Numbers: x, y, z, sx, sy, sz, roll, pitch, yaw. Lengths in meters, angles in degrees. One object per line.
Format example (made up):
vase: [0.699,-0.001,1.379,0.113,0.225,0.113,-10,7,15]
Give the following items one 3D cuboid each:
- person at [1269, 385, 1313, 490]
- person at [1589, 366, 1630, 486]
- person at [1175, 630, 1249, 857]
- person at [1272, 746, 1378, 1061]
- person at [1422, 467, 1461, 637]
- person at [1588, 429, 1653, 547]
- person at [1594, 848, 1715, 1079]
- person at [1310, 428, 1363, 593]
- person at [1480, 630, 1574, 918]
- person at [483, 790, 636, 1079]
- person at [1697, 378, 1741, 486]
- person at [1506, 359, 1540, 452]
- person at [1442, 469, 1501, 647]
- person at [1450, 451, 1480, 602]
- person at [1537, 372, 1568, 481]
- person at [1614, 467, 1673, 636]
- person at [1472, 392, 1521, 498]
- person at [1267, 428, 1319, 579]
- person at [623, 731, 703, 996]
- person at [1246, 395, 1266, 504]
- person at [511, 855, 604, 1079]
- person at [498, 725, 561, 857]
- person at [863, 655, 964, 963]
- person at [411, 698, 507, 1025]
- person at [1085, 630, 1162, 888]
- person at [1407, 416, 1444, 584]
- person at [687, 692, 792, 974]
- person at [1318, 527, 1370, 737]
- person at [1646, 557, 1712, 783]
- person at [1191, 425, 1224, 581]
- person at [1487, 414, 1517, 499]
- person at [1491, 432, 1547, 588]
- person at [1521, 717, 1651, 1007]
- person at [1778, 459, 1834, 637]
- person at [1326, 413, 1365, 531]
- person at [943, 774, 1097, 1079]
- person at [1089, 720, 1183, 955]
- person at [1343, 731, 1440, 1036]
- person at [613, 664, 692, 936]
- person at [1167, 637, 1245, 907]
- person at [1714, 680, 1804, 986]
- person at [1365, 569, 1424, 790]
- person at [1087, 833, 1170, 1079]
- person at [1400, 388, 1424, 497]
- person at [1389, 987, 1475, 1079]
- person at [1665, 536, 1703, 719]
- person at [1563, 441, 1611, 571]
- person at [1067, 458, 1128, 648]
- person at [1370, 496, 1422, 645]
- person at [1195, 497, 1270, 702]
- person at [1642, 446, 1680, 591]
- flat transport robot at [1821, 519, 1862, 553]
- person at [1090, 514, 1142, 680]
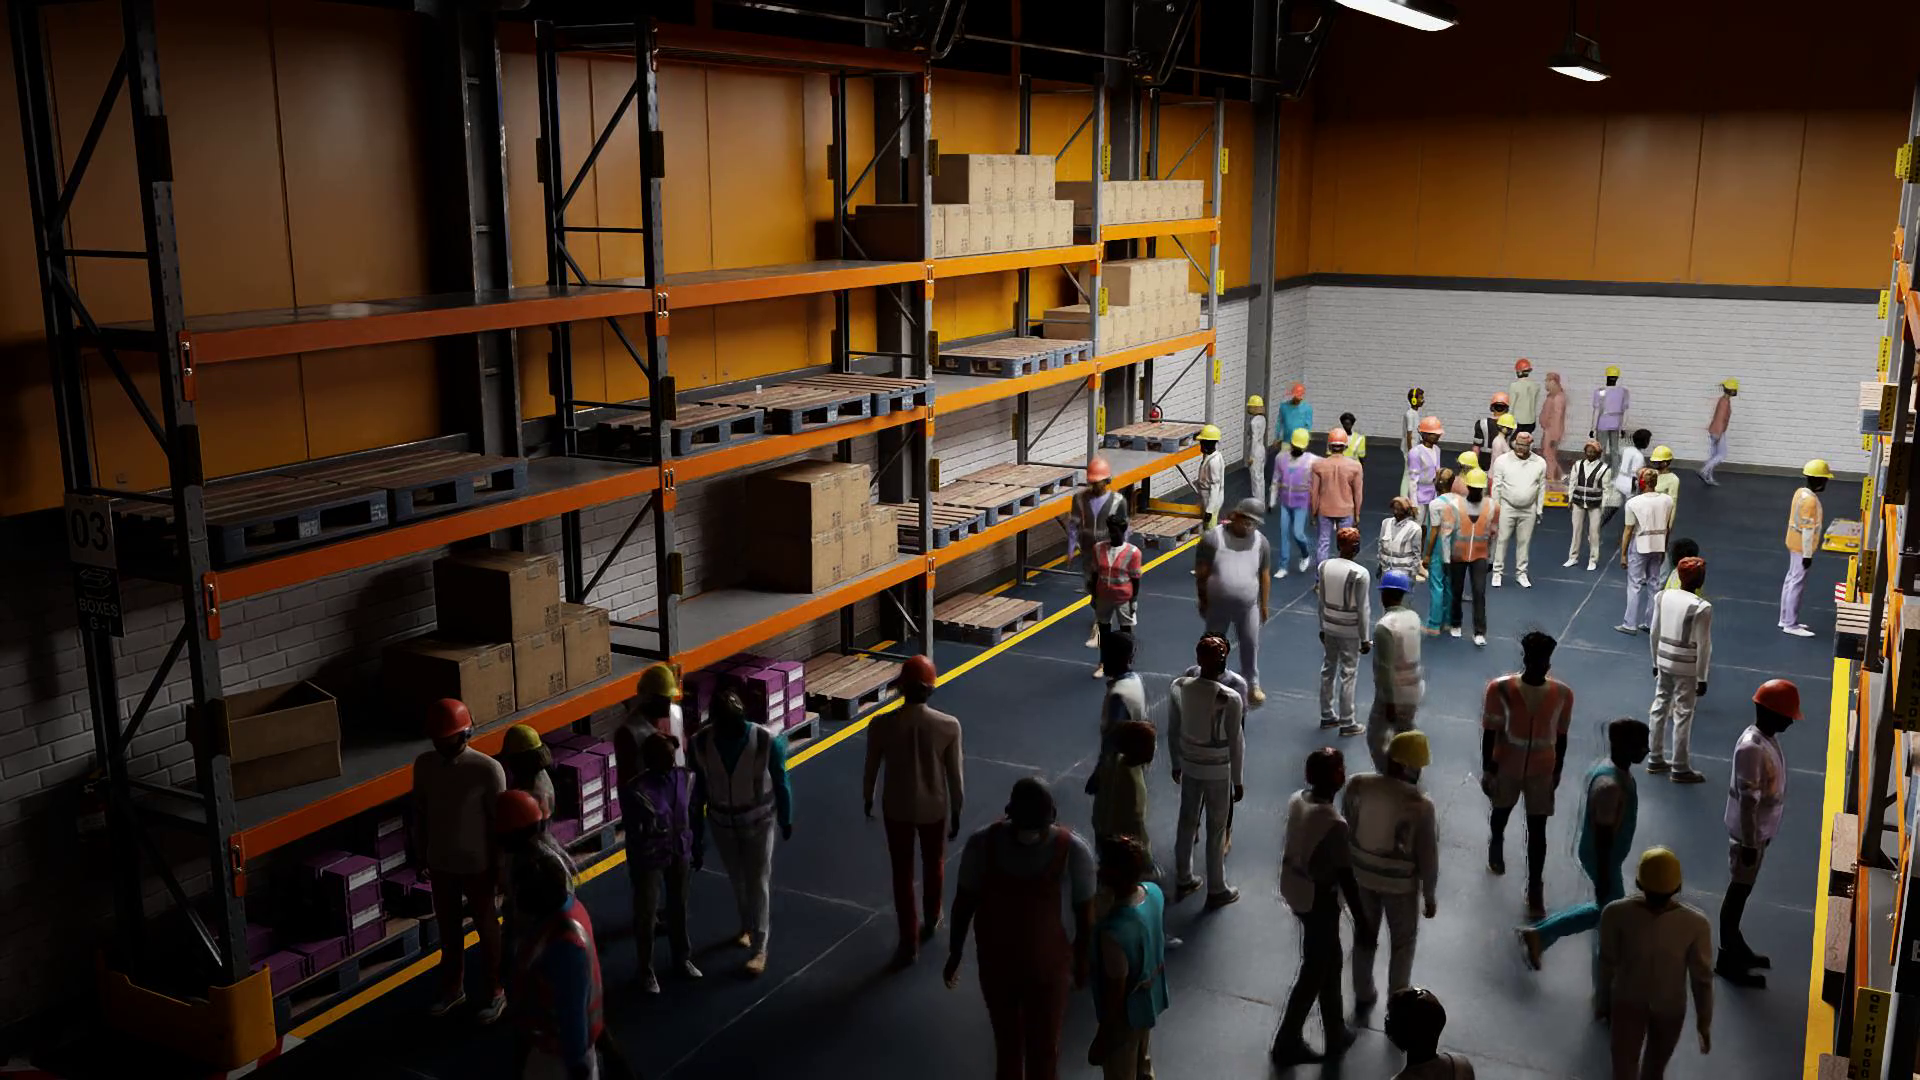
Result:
person: [5.185,-1.585,25.955,0.632,1.714,0.370,9,15,34]
person: [10.323,-1.815,26.491,0.594,1.925,0.368,-1,13,-5]
person: [1.848,1.486,12.233,0.533,1.697,0.319,9,15,34]
person: [2.053,2.069,9.354,0.559,1.819,0.686,-2,13,-9]
person: [5.199,0.125,17.992,0.506,1.846,0.345,-10,16,-39]
person: [8.817,-0.681,22.051,0.858,1.646,0.613,-1,13,-3]
person: [3.433,2.357,8.256,0.542,1.720,0.883,4,13,17]
person: [4.453,-0.339,19.725,0.612,1.997,0.375,3,13,13]
person: [3.902,1.533,11.536,0.607,1.923,1.006,2,13,11]
person: [-2.173,2.179,8.747,0.997,1.875,0.551,-8,15,-33]
person: [12.088,-1.701,26.399,0.438,1.746,0.535,5,13,21]
person: [9.080,-1.938,26.910,0.613,1.987,0.402,-5,13,-20]
person: [5.401,0.190,17.606,0.598,1.887,0.973,2,13,10]
person: [5.876,-0.164,19.481,0.327,1.761,0.522,-3,13,-13]
person: [9.220,-1.666,25.915,0.438,1.886,0.661,4,13,17]
person: [7.407,0.134,17.975,0.563,1.836,0.395,-3,13,-14]
person: [7.267,-0.999,22.615,0.612,2.029,0.409,2,13,10]
person: [4.129,-0.466,20.508,0.632,1.903,0.518,10,16,38]
person: [-1.819,1.972,10.234,0.526,1.645,0.373,-11,16,-39]
person: [4.319,-1.256,24.405,0.323,1.742,0.492,6,14,24]
person: [-2.050,2.375,7.997,0.852,1.806,0.647,-3,13,-13]
person: [-2.590,1.950,10.084,0.324,1.729,0.492,-5,13,-21]
person: [-0.310,1.679,10.756,0.632,1.967,0.807,-1,13,-6]
person: [-2.946,1.880,9.796,0.625,1.991,0.390,3,13,15]
person: [1.093,1.550,11.513,0.611,1.886,0.609,3,13,12]
person: [5.688,-0.501,20.342,0.385,2.045,0.605,12,17,43]
person: [-1.403,1.817,10.525,0.643,1.798,0.785,2,13,9]
person: [3.423,0.814,14.855,0.364,1.877,0.579,-8,15,-31]
person: [5.938,1.060,13.721,0.358,1.882,0.574,-5,14,-22]
person: [3.051,-0.457,20.407,0.363,1.930,0.587,1,13,3]
person: [7.294,-0.828,22.450,0.332,1.760,0.531,6,14,23]
person: [6.731,-0.365,20.056,0.643,1.905,0.400,1,13,5]
person: [3.821,1.917,10.017,0.706,1.826,0.520,6,14,26]
person: [9.170,0.072,18.043,0.388,1.927,0.589,4,13,18]
person: [5.352,-0.943,23.152,0.540,1.686,0.363,3,13,14]
person: [0.285,2.146,8.502,0.720,2.000,0.766,4,13,18]
person: [1.156,1.908,10.530,0.719,1.600,0.536,1,13,2]
person: [2.510,1.984,9.762,0.637,1.803,0.461,12,17,42]
person: [-2.024,1.697,11.022,0.415,1.821,0.610,7,14,29]
person: [1.693,1.577,11.399,0.585,1.882,0.343,11,17,40]
person: [4.964,1.791,10.345,0.374,1.928,0.543,8,15,32]
person: [3.440,1.190,13.088,0.633,1.900,0.582,-11,17,-42]
person: [0.815,2.324,8.138,0.388,1.848,0.564,6,14,27]
person: [6.583,-1.279,24.219,0.327,1.874,0.520,4,13,16]
person: [1.819,2.658,6.678,0.506,1.840,0.342,-8,15,-31]
person: [6.629,0.802,15.310,0.319,1.698,0.537,1,13,6]
person: [7.922,-0.440,20.983,0.514,1.642,0.307,11,17,41]
person: [1.514,0.082,17.831,0.614,2.015,0.948,5,14,21]
person: [4.604,0.340,17.488,0.309,1.642,0.514,-10,16,-39]
person: [2.570,0.547,15.661,0.714,2.000,0.539,0,13,0]
person: [8.352,-0.260,19.921,0.332,1.760,0.526,-4,13,-19]
flat transport robot: [12.016,-0.049,22.324,0.652,0.197,1.431,8,15,32]
person: [1.531,0.568,16.358,0.534,1.693,0.319,7,14,29]
